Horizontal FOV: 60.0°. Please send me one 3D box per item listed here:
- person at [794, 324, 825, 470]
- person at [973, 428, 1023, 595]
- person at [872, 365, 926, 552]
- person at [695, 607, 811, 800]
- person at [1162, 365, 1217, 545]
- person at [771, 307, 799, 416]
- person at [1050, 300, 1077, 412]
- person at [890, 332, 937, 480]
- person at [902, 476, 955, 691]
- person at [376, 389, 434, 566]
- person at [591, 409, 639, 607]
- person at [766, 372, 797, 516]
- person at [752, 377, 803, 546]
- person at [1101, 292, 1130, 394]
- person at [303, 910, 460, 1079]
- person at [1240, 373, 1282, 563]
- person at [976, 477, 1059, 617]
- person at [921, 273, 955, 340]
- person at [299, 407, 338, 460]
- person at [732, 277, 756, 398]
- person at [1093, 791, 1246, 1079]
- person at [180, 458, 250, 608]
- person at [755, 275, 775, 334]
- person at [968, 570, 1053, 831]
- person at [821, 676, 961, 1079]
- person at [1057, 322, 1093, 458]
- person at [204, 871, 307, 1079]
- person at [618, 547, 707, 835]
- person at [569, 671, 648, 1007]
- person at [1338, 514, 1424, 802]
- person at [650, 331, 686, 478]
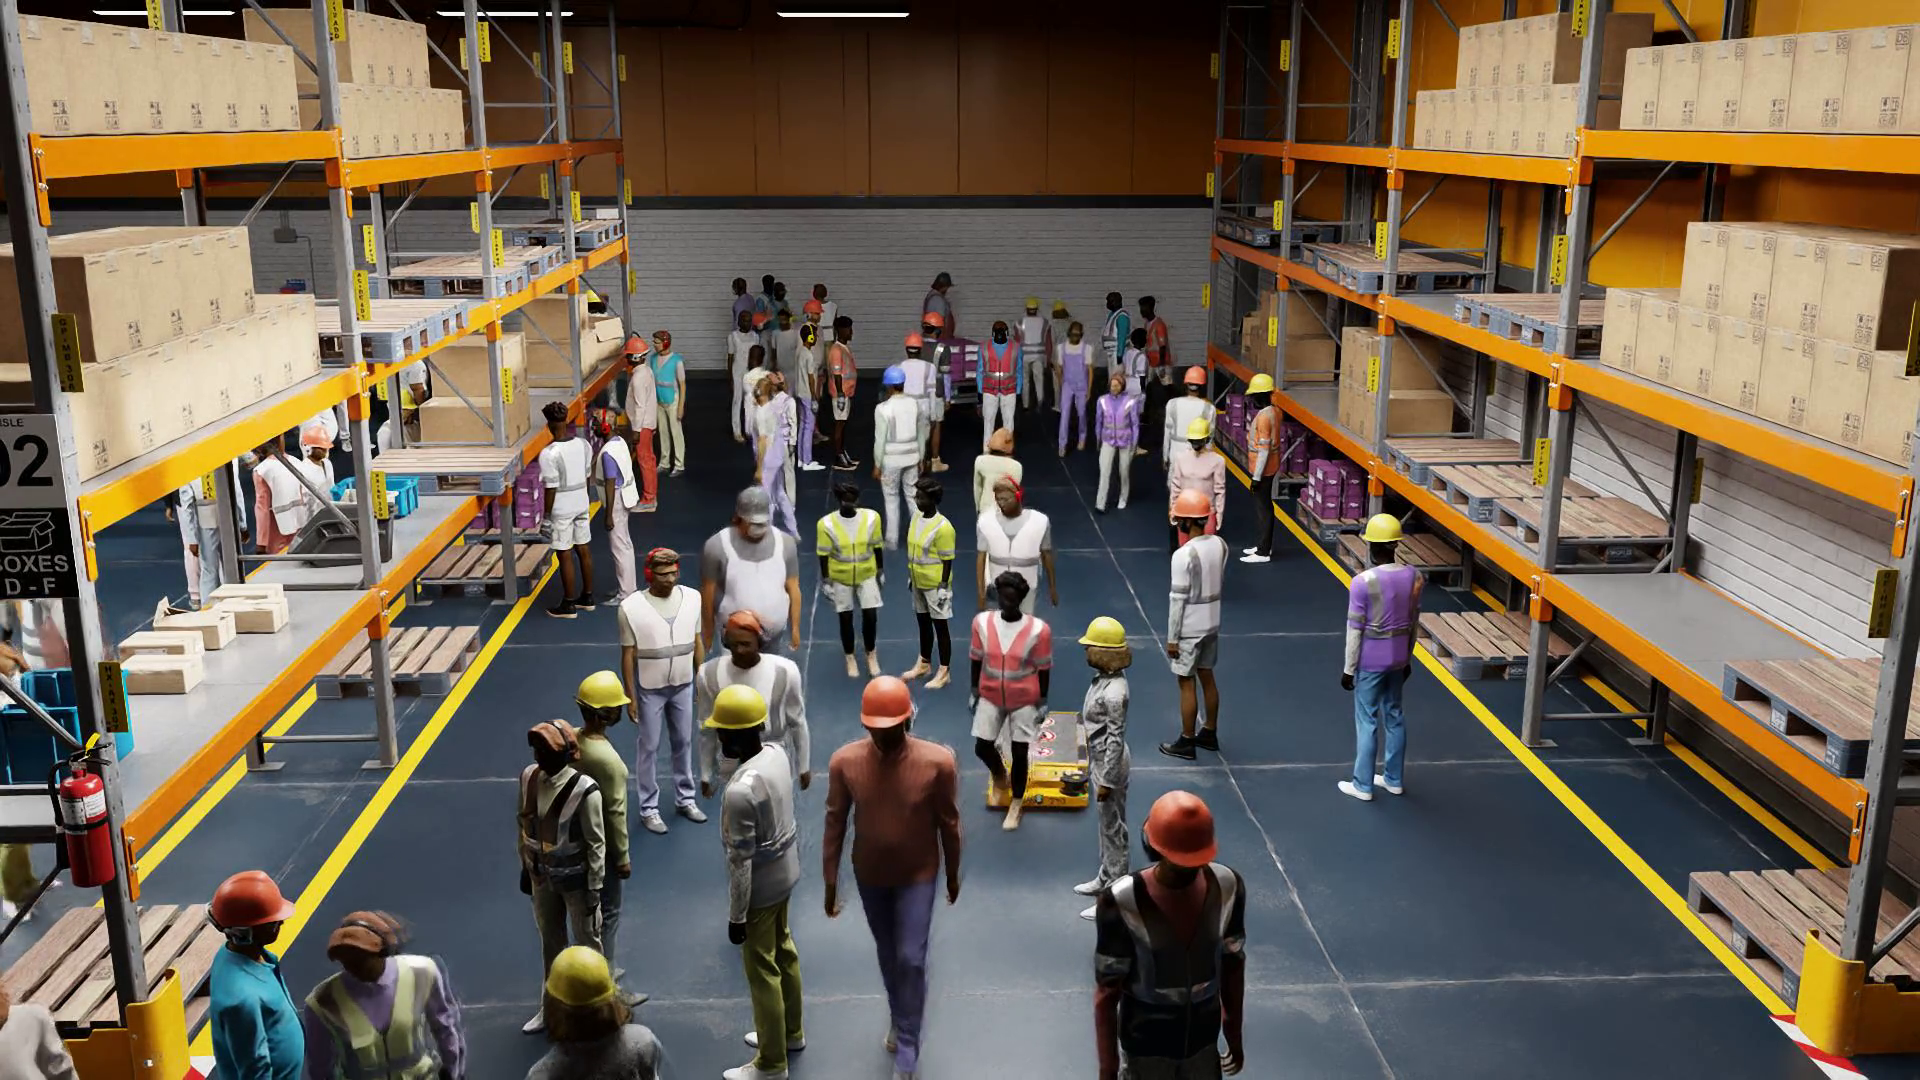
[{"bbox_3d":[-1.933,-1.818,21.226,0.333,1.860,0.509,-7,16,-25],"label":"person"},{"bbox_3d":[0.336,-0.258,15.625,0.520,1.605,0.601,5,15,21],"label":"person"},{"bbox_3d":[-0.635,-0.837,17.207,0.619,1.947,0.405,-10,18,-35],"label":"person"},{"bbox_3d":[-1.139,1.237,9.214,0.637,1.862,0.503,0,14,-1],"label":"person"},{"bbox_3d":[2.381,-0.866,17.369,0.567,1.917,0.708,4,15,16],"label":"person"},{"bbox_3d":[-2.374,-2.379,23.483,0.586,1.845,0.720,8,16,28],"label":"person"},{"bbox_3d":[1.597,-2.771,25.231,0.520,1.716,0.586,-5,15,-20],"label":"person"},{"bbox_3d":[-0.557,-1.541,20.046,0.559,1.933,0.597,0,14,0],"label":"person"},{"bbox_3d":[-0.242,0.333,13.094,0.320,1.699,0.532,-10,17,-34],"label":"person"},{"bbox_3d":[-5.487,-0.590,16.474,0.403,1.823,0.597,4,15,14],"label":"person"},{"bbox_3d":[-3.161,-0.304,15.334,0.392,1.836,0.561,-1,14,-4],"label":"person"},{"bbox_3d":[-2.046,-1.095,18.823,0.512,1.638,0.312,12,18,38],"label":"person"},{"bbox_3d":[-1.919,-0.771,17.200,0.472,1.819,0.703,3,15,13],"label":"person"},{"bbox_3d":[2.374,-2.875,25.430,0.429,1.833,0.631,-3,15,-11],"label":"person"},{"bbox_3d":[-2.186,2.120,6.232,0.776,1.620,0.364,-8,16,-29],"label":"person"},{"bbox_3d":[3.041,-0.723,16.786,0.369,1.927,0.584,5,15,18],"label":"person"},{"bbox_3d":[0.434,0.378,12.767,0.626,1.772,1.010,3,15,12],"label":"person"},{"bbox_3d":[-0.350,-3.369,26.946,0.580,2.000,0.868,-5,15,-19],"label":"person"},{"bbox_3d":[-6.934,-1.015,18.013,0.401,1.895,0.662,-4,15,-16],"label":"person"},{"bbox_3d":[-3.460,-3.235,26.644,0.374,1.933,0.625,4,15,15],"label":"person"},{"bbox_3d":[0.806,1.894,6.319,0.611,2.030,0.410,-4,15,-17],"label":"person"},{"bbox_3d":[-6.433,-0.096,14.365,0.402,1.909,0.599,7,16,27],"label":"person"},{"bbox_3d":[-3.174,-3.387,27.265,0.394,1.916,0.590,3,15,12],"label":"person"},{"bbox_3d":[0.312,0.999,10.483,0.550,1.686,0.369,4,15,16],"label":"person"},{"bbox_3d":[-0.343,1.579,7.679,0.643,1.949,0.936,3,15,10],"label":"person"},{"bbox_3d":[1.536,-2.036,22.213,0.507,1.801,0.928,2,14,9],"label":"person"},{"bbox_3d":[-2.595,2.052,6.234,0.330,1.750,0.572,-6,16,-23],"label":"person"},{"bbox_3d":[-1.870,0.927,10.483,0.560,1.839,0.396,-10,18,-36],"label":"person"},{"bbox_3d":[-1.787,1.505,8.377,0.337,1.759,0.523,-10,17,-34],"label":"person"},{"bbox_3d":[2.754,0.771,10.947,0.582,1.919,0.397,-8,16,-29],"label":"person"},{"bbox_3d":[-3.641,-1.706,20.816,0.564,1.840,0.396,11,18,38],"label":"person"}]
